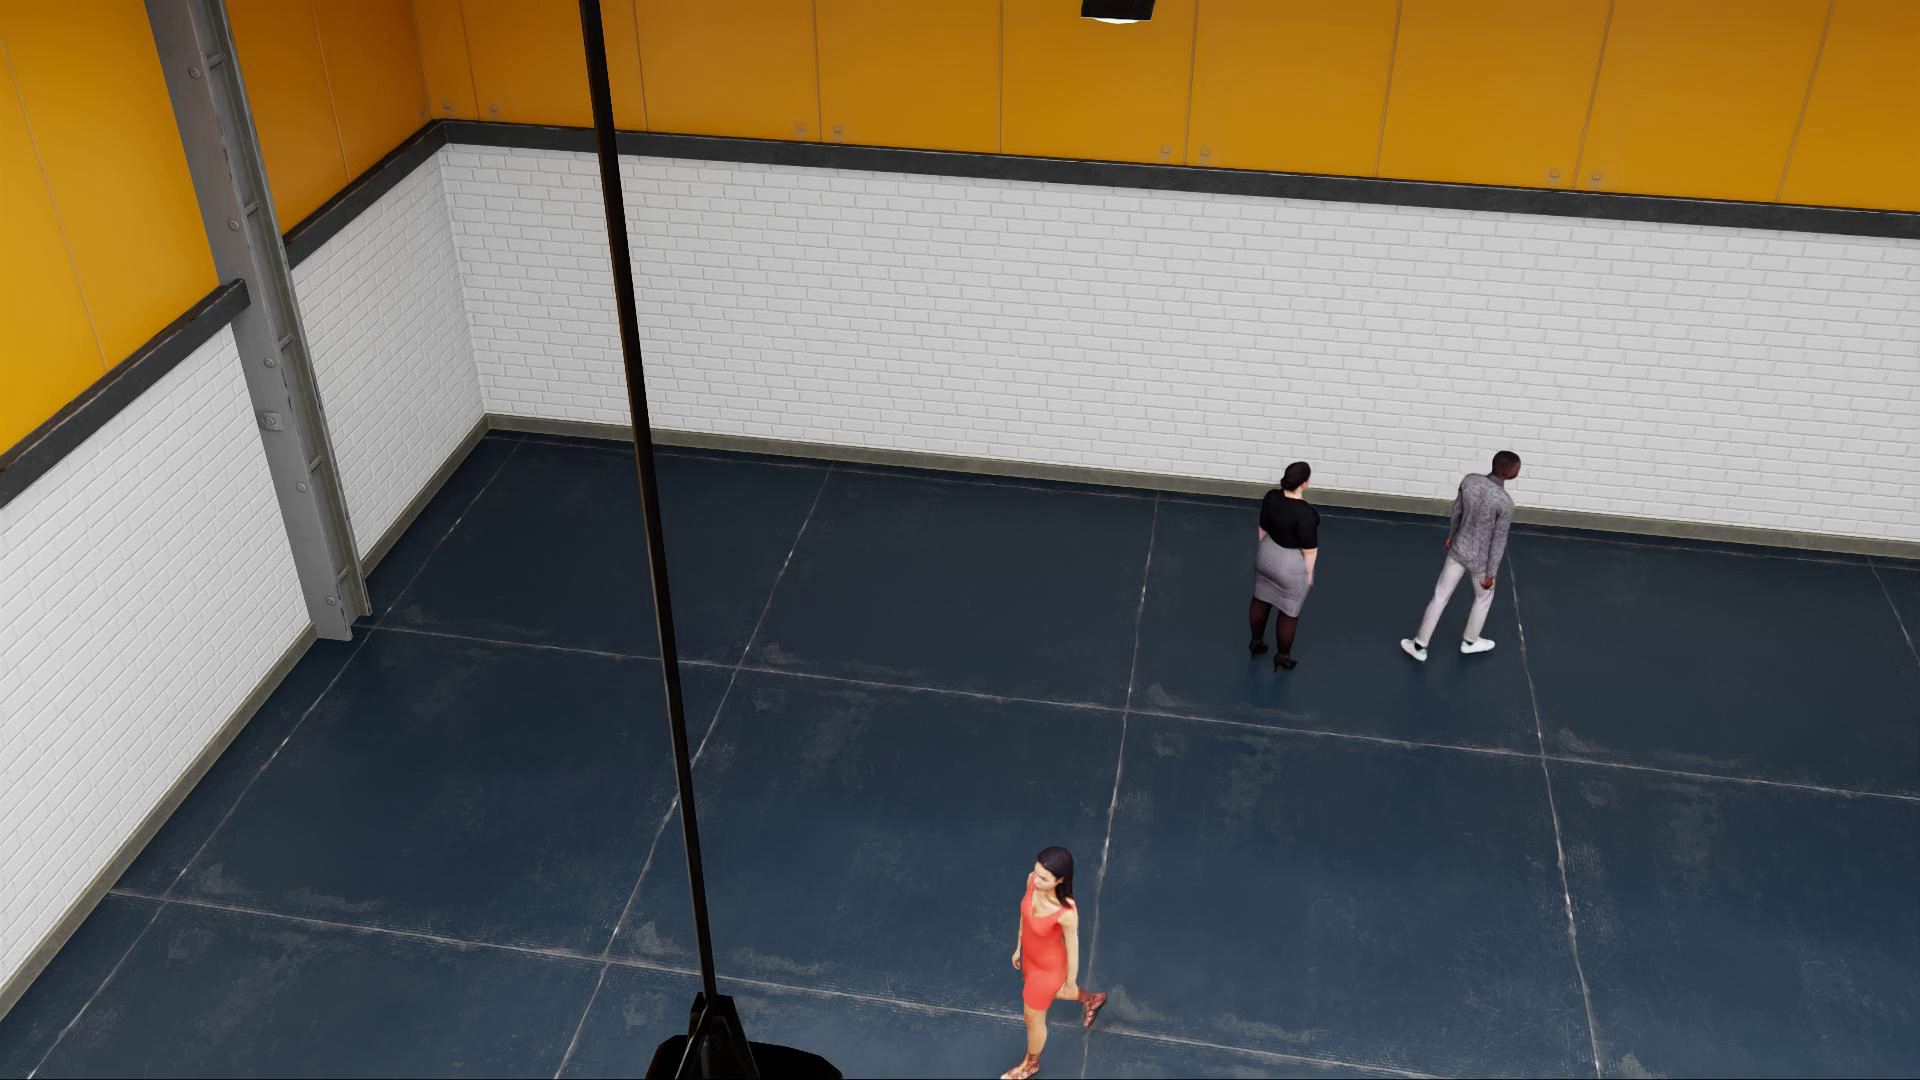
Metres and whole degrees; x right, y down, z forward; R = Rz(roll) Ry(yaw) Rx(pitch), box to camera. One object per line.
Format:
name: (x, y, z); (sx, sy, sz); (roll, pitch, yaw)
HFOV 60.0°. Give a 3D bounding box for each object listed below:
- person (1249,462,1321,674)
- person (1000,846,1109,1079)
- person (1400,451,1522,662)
person: (2.414, 0.193, 12.429); (0.828, 1.757, 0.781); (-24, 41, -32)
person: (0.542, 2.321, 9.278); (1.010, 1.700, 0.997); (-18, 38, -25)
person: (3.774, 0.146, 12.460); (1.070, 1.800, 1.006); (-27, 42, -34)
